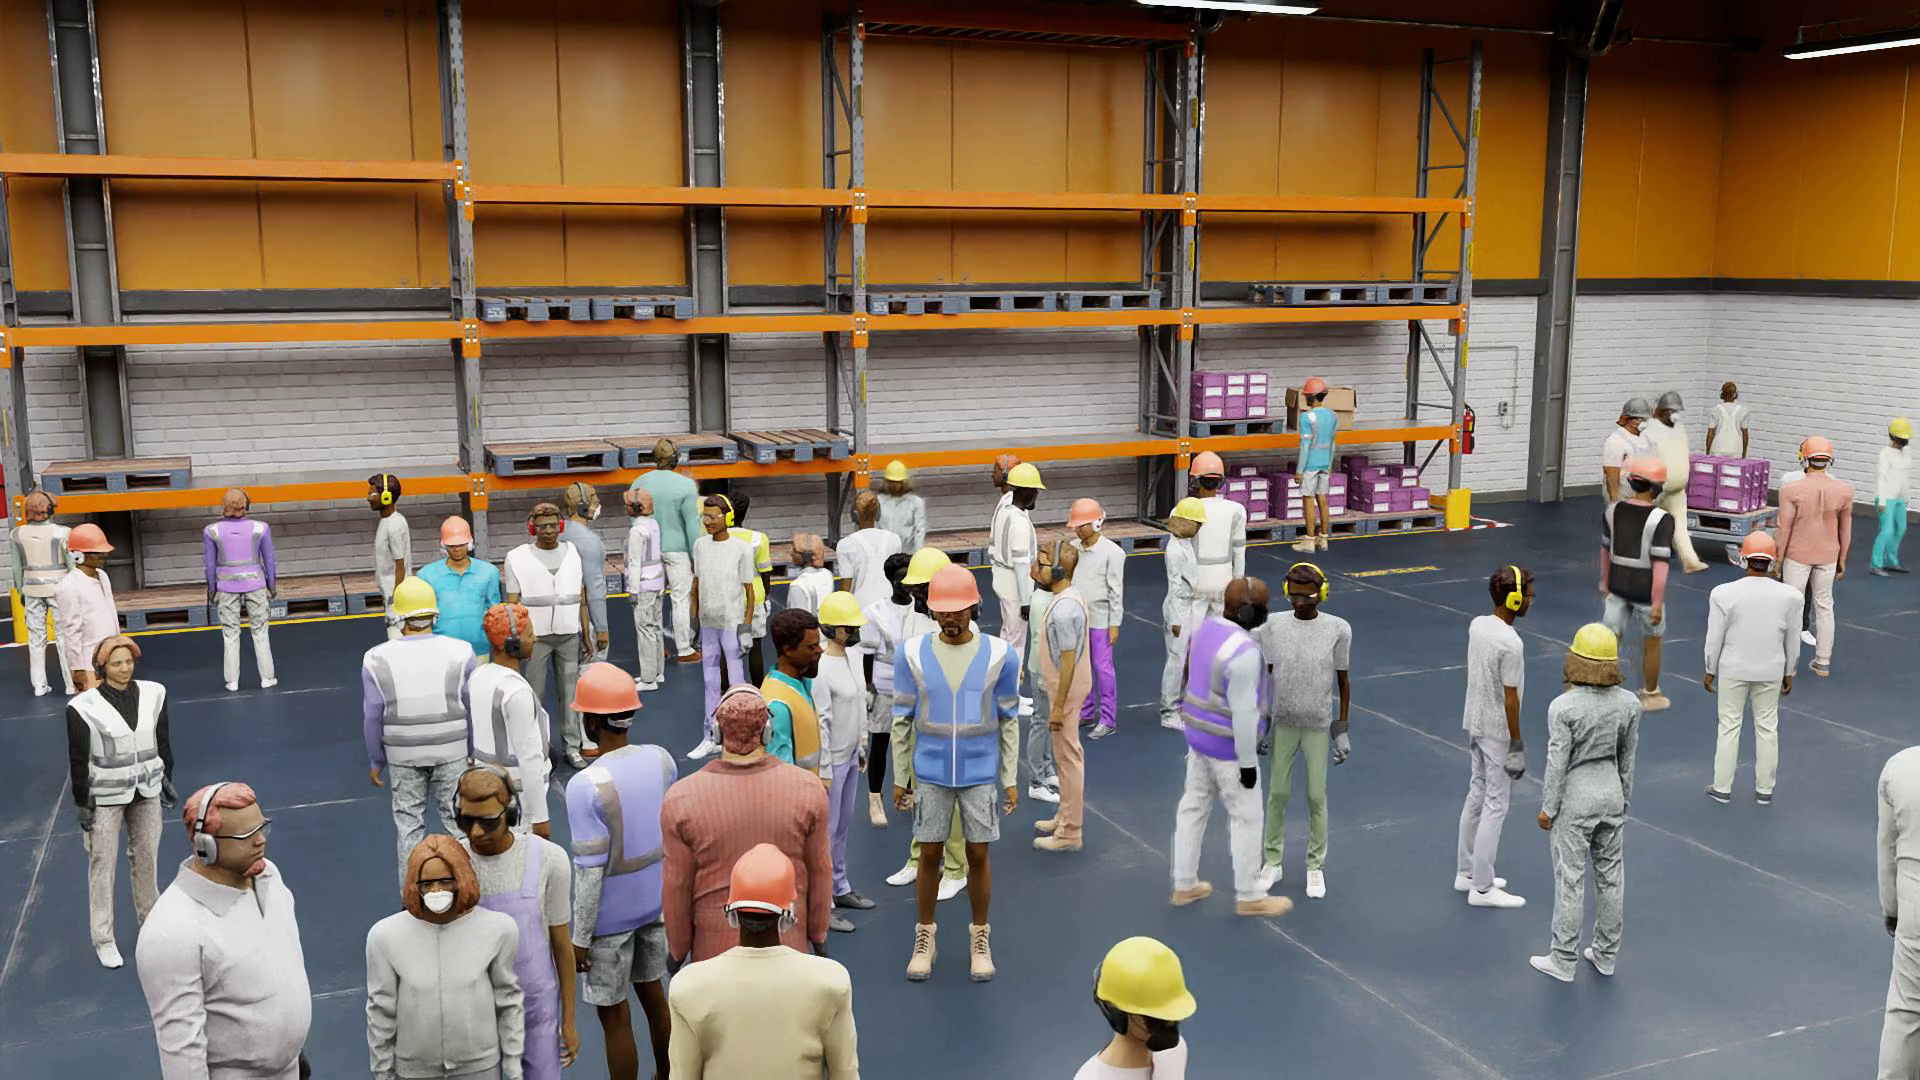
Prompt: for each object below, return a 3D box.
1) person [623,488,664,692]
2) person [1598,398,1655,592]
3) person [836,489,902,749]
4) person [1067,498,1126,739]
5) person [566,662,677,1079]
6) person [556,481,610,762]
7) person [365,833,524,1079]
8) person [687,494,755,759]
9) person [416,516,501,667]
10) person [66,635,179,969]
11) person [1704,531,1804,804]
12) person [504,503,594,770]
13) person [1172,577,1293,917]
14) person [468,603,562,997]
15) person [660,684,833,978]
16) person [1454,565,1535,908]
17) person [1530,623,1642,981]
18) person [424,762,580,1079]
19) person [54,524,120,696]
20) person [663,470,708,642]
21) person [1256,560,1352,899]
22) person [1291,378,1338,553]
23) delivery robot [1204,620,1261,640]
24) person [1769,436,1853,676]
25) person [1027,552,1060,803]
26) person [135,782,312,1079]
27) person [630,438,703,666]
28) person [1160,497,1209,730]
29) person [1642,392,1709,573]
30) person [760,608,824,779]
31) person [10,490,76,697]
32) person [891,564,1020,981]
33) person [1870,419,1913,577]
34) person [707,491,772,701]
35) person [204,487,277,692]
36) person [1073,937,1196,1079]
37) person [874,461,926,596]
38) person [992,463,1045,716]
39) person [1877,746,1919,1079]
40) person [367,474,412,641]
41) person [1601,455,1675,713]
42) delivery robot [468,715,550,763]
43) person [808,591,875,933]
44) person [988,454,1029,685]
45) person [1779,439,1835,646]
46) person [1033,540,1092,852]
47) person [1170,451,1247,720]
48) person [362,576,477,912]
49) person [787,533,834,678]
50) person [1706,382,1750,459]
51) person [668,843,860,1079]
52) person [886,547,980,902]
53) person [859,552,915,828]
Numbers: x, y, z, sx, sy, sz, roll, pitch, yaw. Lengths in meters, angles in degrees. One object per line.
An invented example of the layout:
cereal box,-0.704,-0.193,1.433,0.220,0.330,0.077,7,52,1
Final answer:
person,-2.528,0.396,13.313,0.312,1.631,0.508,1,10,6
person,6.892,-0.462,17.077,0.683,2.000,0.536,-9,13,-42
person,-0.651,0.558,11.761,0.504,1.847,0.345,-6,11,-31
person,0.940,0.556,12.073,0.350,1.739,0.579,-9,13,-41
person,-1.342,1.428,6.484,0.373,1.935,0.552,5,11,29
person,-2.603,0.558,11.495,0.373,1.940,0.630,-8,13,-39
person,-1.684,1.754,5.482,0.497,1.633,0.284,-3,10,-17
person,-1.646,0.604,11.429,0.513,1.872,0.328,5,11,24
person,-3.353,0.704,11.183,0.563,1.752,0.325,-4,11,-23
person,-4.138,1.270,8.247,0.315,1.641,0.514,7,12,33
person,5.018,0.810,10.569,0.562,1.752,0.324,2,10,10
person,-2.761,0.656,11.192,0.569,1.844,0.377,-6,11,-30
person,1.440,1.088,8.824,0.597,1.816,0.630,-3,10,-18
person,-2.085,1.225,7.813,0.355,1.882,0.575,-8,13,-39
person,-0.799,1.479,6.277,0.638,1.910,0.407,-2,10,-13
person,2.879,1.048,8.921,0.341,1.857,0.521,-1,10,-8
person,3.012,1.258,8.021,0.487,1.744,0.294,-3,10,-16
person,-1.554,1.627,5.640,0.517,1.836,0.345,-1,10,-8
person,-5.645,0.757,10.874,0.339,1.749,0.573,-1,10,-5
person,-2.403,0.165,14.719,0.568,1.596,0.801,-9,13,-41
person,1.854,1.022,9.036,0.532,1.863,0.332,4,10,20
person,4.117,-0.870,19.424,0.615,2.040,0.380,-8,13,-39
delivery robot,2.256,0.696,14.408,0.707,0.478,0.477,0,10,-2
person,7.023,0.136,13.763,0.623,1.992,0.396,0,10,1
person,0.583,0.850,10.688,0.280,1.633,0.500,3,10,17
person,-2.215,1.672,5.166,0.408,1.908,0.644,1,10,4
person,-2.478,0.106,14.096,0.628,1.940,0.378,4,10,20
person,1.657,0.538,12.218,0.323,1.729,0.489,4,11,22
person,7.749,-0.671,18.281,0.692,2.000,0.994,-4,11,-23
person,-0.794,1.247,7.582,0.371,1.916,0.597,0,10,-1
person,-7.167,0.431,13.086,0.514,1.641,0.309,0,10,-3
person,-0.023,1.117,7.969,0.615,2.041,0.384,0,10,3
person,10.083,-0.451,17.922,0.636,1.725,0.377,-6,12,-31
person,-1.691,0.471,12.688,0.533,1.697,0.319,0,10,-1
person,-5.727,0.399,13.266,0.523,1.639,0.306,-4,11,-21
person,0.455,1.879,4.380,0.331,1.768,0.527,7,12,37
person,-0.544,0.148,14.555,0.492,1.695,0.896,0,10,-1
person,0.447,0.373,12.620,0.395,1.919,0.589,-1,10,-8
person,3.820,1.467,6.352,0.409,1.908,0.639,-4,11,-21
person,-4.253,0.430,12.428,0.329,1.872,0.508,-4,11,-23
person,5.017,0.362,12.461,0.969,2.004,0.616,-6,12,-32
delivery robot,-3.110,1.280,11.047,0.707,0.478,0.477,-6,11,-30
person,-0.623,1.135,8.669,0.312,1.768,0.522,3,10,17
person,0.392,0.238,13.496,0.356,1.883,0.572,1,10,8
person,7.520,0.017,14.805,0.519,1.874,0.326,-1,10,-4
person,0.595,0.908,9.744,0.351,1.846,0.506,1,10,8
person,1.808,0.360,12.332,0.612,2.043,0.374,-3,10,-17
person,-2.787,1.097,8.691,0.588,1.835,0.404,-3,10,-15
person,-0.995,0.761,11.172,0.314,1.642,0.516,4,11,21
person,9.843,-1.108,21.378,0.504,1.839,0.344,3,10,18
person,-0.589,1.771,5.034,0.573,1.749,0.343,-1,10,-6
person,-0.147,0.989,9.037,0.585,1.929,0.371,10,14,44
person,-0.362,0.904,10.192,0.536,1.696,0.322,-5,11,-25
